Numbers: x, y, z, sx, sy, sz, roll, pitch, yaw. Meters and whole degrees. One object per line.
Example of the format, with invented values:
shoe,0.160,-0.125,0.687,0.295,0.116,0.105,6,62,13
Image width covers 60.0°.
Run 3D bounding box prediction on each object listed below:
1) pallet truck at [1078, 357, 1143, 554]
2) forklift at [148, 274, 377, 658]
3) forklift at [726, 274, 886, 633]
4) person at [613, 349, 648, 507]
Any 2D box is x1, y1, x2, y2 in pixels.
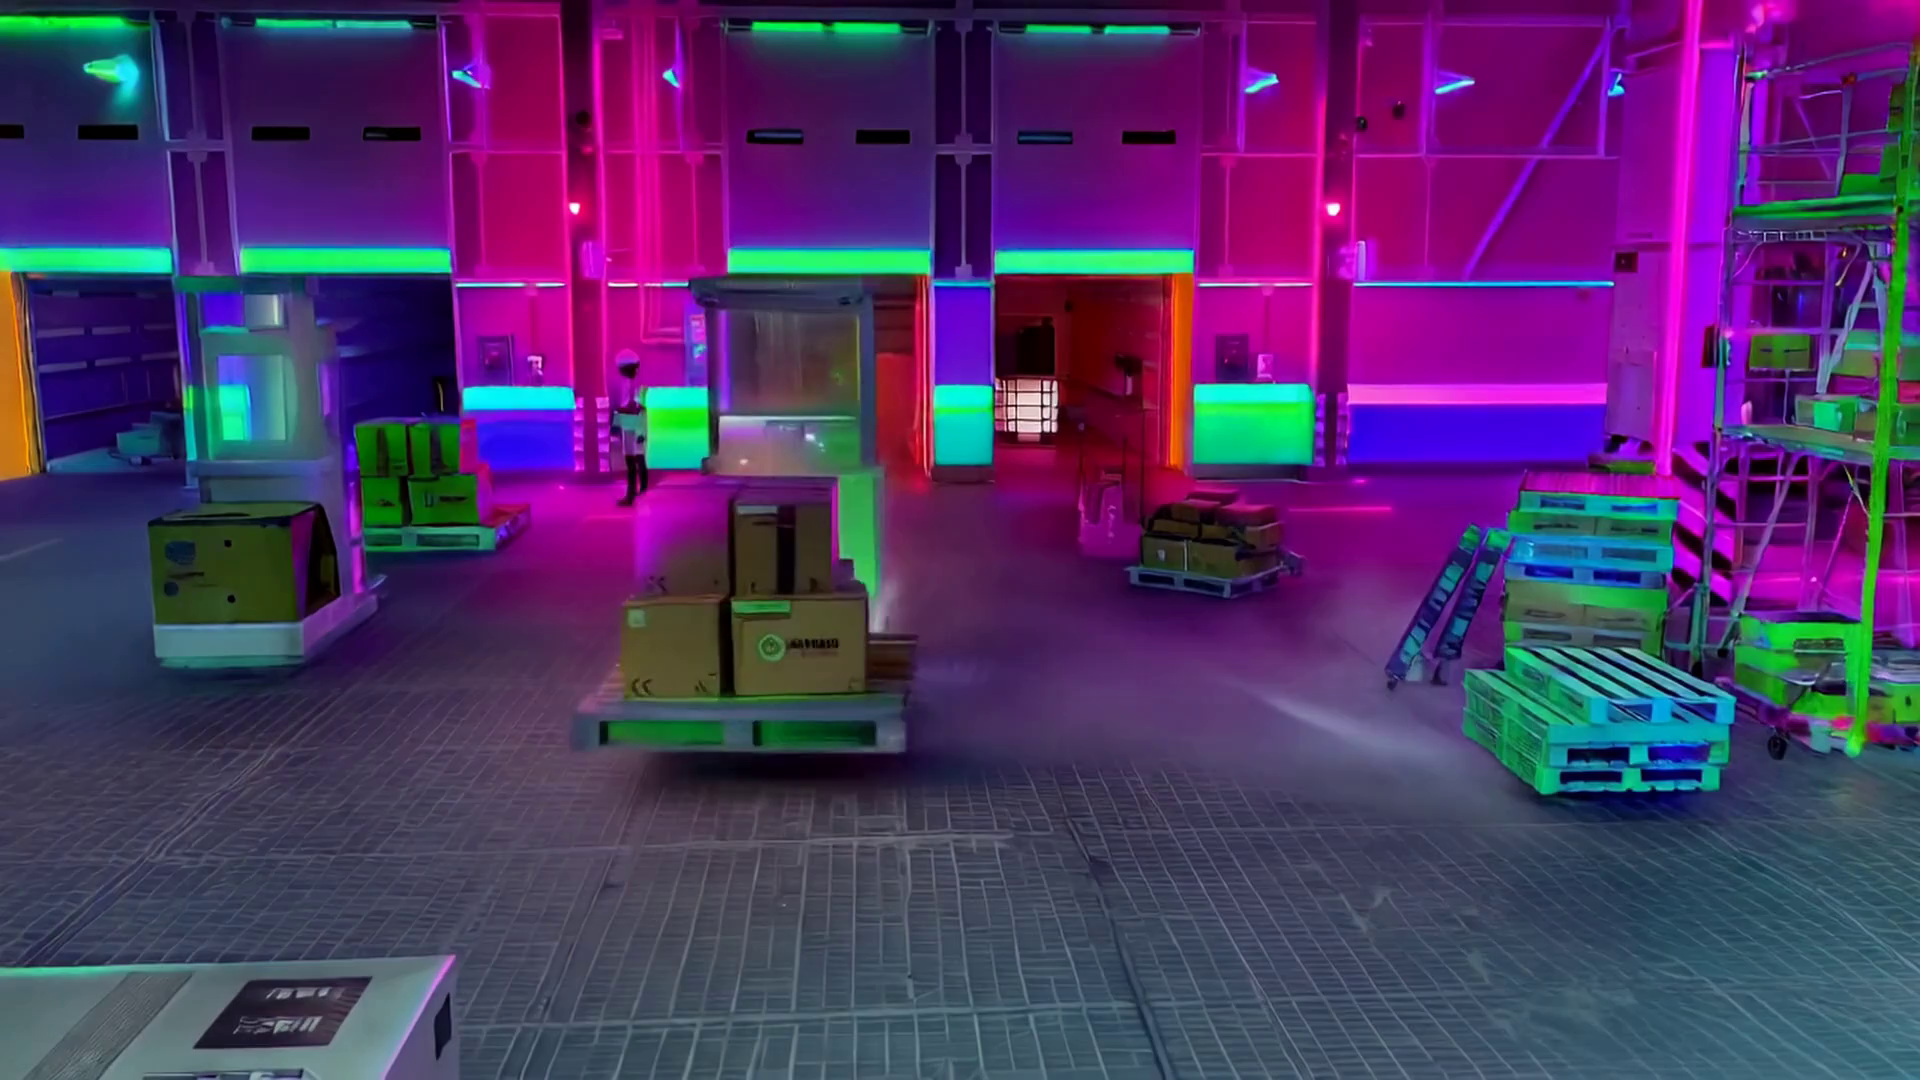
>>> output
pallet truck,2.088,-0.836,16.757,1.885,1.965,0.823,2,9,13
forklift,-5.348,-0.627,12.681,1.129,2.768,1.873,-1,9,-4
forklift,-1.104,-0.413,11.340,1.129,2.768,1.873,0,9,0
person,-4.020,-1.362,20.281,0.389,1.930,0.544,-8,12,-41
